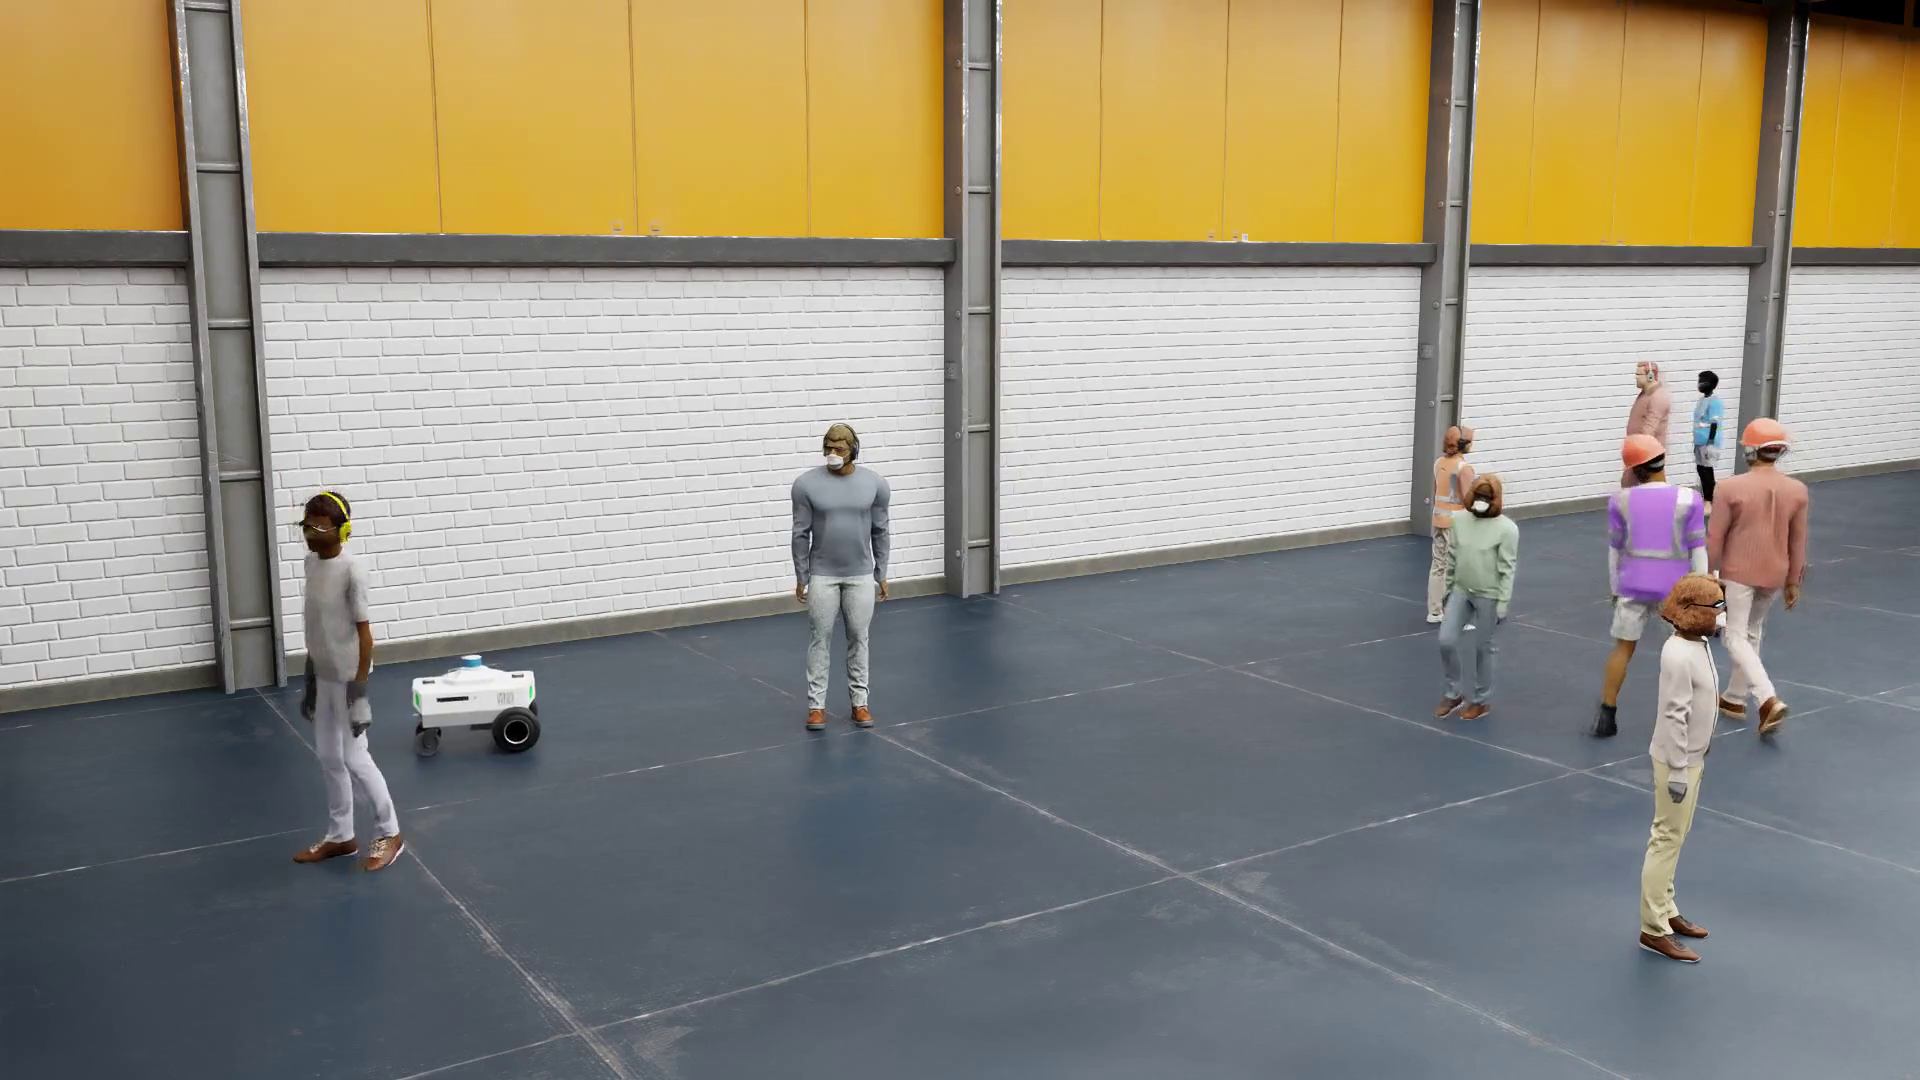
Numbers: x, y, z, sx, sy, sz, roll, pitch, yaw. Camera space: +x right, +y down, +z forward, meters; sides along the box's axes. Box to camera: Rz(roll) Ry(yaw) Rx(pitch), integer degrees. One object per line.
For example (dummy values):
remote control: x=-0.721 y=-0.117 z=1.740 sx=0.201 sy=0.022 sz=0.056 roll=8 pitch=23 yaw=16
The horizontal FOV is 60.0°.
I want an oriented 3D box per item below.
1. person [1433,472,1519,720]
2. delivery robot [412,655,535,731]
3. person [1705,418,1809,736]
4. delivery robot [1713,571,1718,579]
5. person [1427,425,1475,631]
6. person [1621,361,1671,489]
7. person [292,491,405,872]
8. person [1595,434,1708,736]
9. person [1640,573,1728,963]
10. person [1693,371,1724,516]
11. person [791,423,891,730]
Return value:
person: x=3.257 y=0.370 z=10.528 sx=0.492 sy=1.611 sz=0.529 roll=-8 pitch=12 yaw=-40
delivery robot: x=-2.932 y=0.939 z=10.035 sx=0.707 sy=0.478 sz=0.477 roll=-3 pitch=10 yaw=-16
person: x=4.982 y=0.223 z=10.391 sx=0.617 sy=1.971 sz=0.896 roll=-1 pitch=10 yaw=-9
delivery robot: x=6.154 y=0.406 z=13.248 sx=0.477 sy=0.478 sz=0.707 roll=3 pitch=10 yaw=17
person: x=3.944 y=-0.099 z=13.307 sx=0.310 sy=1.639 sz=0.521 roll=-2 pitch=10 yaw=-14
person: x=7.237 y=-0.949 z=17.657 sx=0.479 sy=1.897 sz=0.665 roll=1 pitch=9 yaw=4
person: x=-2.971 y=0.679 z=8.028 sx=0.591 sy=1.849 sz=0.443 roll=8 pitch=12 yaw=40
person: x=4.238 y=0.307 z=10.136 sx=0.620 sy=1.889 sz=0.469 roll=6 pitch=11 yaw=32
person: x=3.070 y=0.943 z=7.049 sx=0.277 sy=1.633 sz=0.507 roll=6 pitch=11 yaw=31
person: x=8.706 y=-1.116 z=19.347 sx=0.350 sy=1.675 sz=0.571 roll=1 pitch=10 yaw=8
person: x=-0.741 y=0.226 z=10.461 sx=0.629 sy=1.937 sz=0.376 roll=-2 pitch=10 yaw=-9
